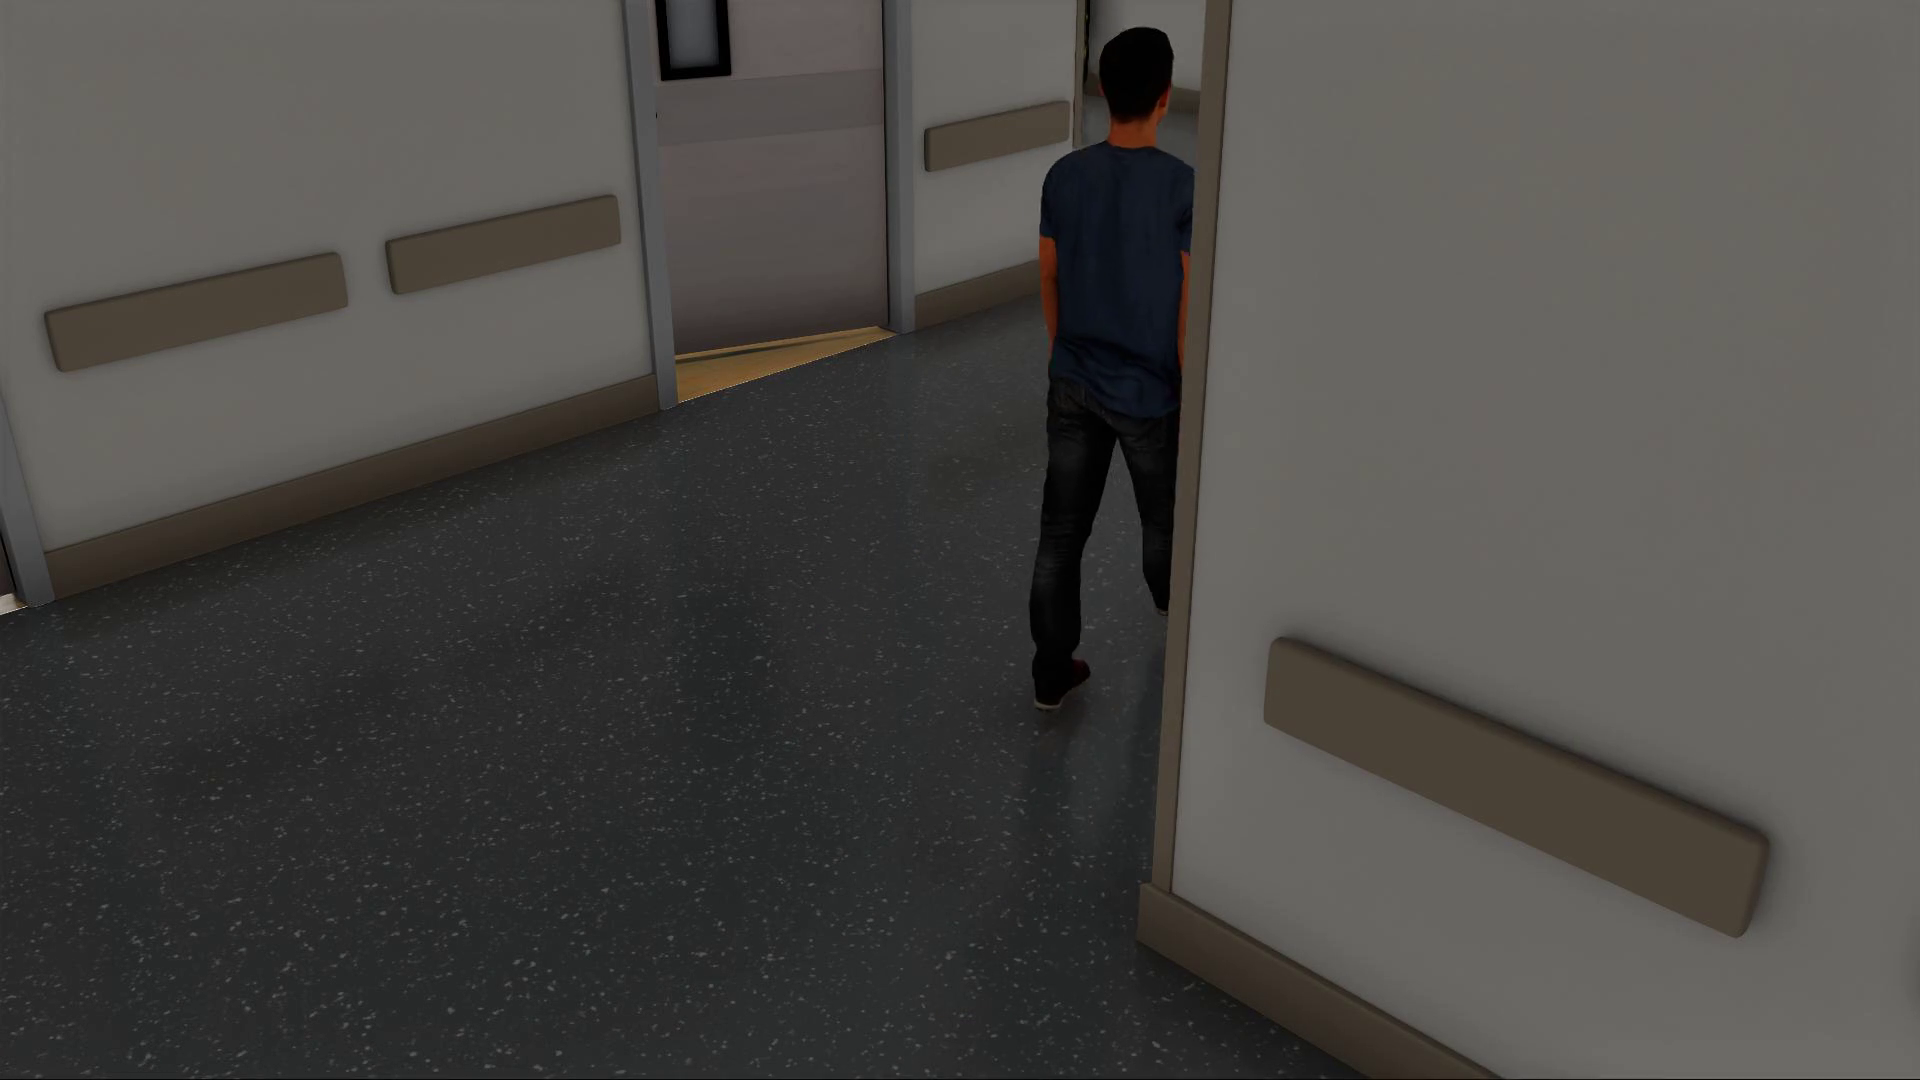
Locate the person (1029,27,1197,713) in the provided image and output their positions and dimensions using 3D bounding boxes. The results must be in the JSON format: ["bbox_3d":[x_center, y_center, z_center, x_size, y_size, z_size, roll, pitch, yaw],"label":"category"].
[{"bbox_3d":[0.369,-0.368,4.354,0.936,1.766,1.237,13,28,24],"label":"person"}]
